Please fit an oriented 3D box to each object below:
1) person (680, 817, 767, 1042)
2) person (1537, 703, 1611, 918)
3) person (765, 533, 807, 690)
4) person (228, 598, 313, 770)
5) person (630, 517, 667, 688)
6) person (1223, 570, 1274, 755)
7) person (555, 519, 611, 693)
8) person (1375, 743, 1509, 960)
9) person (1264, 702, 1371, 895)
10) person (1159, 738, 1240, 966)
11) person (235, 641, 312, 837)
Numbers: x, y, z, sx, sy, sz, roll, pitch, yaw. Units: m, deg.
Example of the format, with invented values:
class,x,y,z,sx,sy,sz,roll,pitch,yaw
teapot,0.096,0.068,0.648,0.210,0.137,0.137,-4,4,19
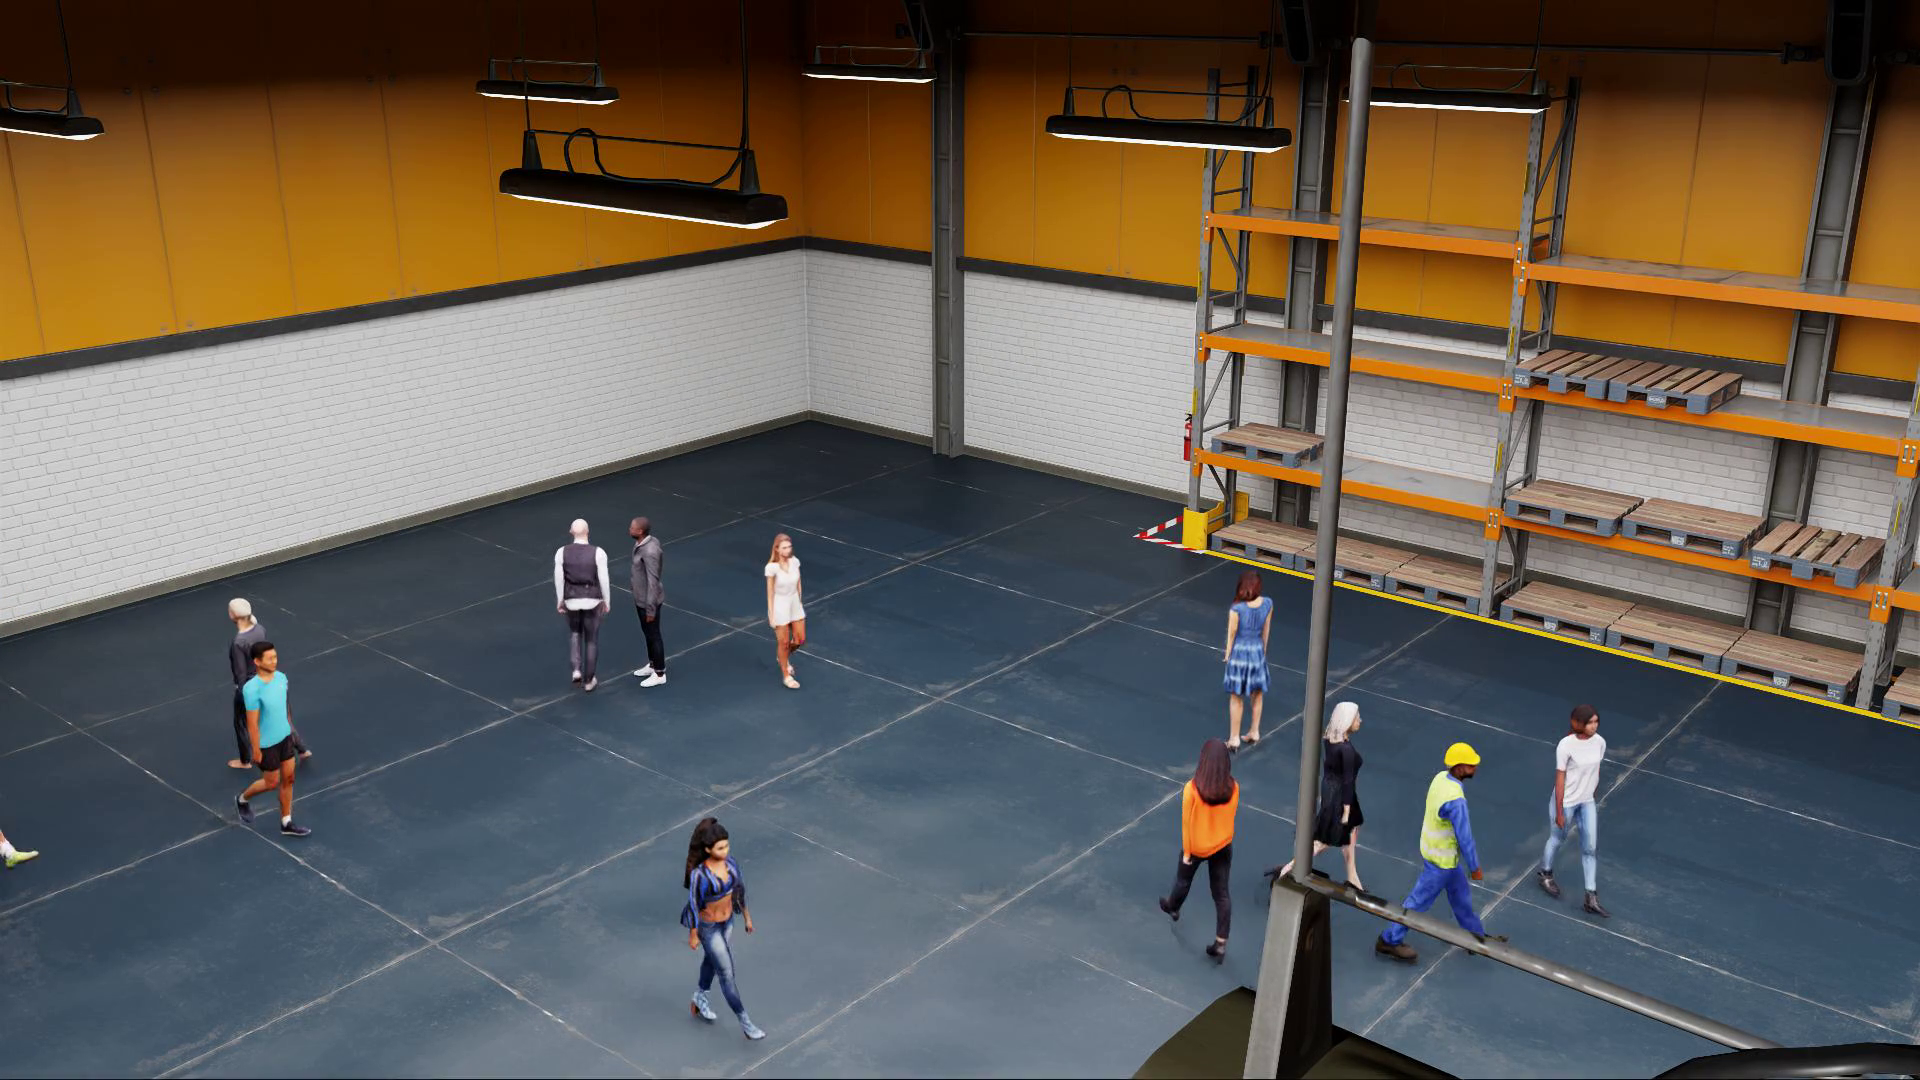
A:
class,x,y,z,sx,sy,sz,roll,pitch,yaw
person,-1.748,2.662,11.522,0.974,1.587,0.684,13,23,34
person,4.796,2.059,13.146,0.947,1.693,1.082,-5,19,-14
person,-1.849,0.702,17.196,0.662,1.679,0.727,-14,23,-36
person,-6.395,1.345,15.261,1.136,1.696,0.841,7,20,20
person,-3.213,0.616,17.238,0.862,1.816,0.734,-6,20,-18
person,2.696,1.147,15.678,0.753,1.805,0.726,-9,21,-26
person,-3.864,0.708,16.986,0.843,1.802,0.911,0,19,-1
person,3.452,2.332,12.227,1.286,1.762,1.053,2,19,7
person,2.872,2.089,13.027,1.108,1.713,1.084,-2,19,-7
person,1.883,2.331,12.304,0.971,1.714,1.145,-6,20,-18
person,-5.920,1.693,14.131,1.011,1.758,0.834,6,19,17
